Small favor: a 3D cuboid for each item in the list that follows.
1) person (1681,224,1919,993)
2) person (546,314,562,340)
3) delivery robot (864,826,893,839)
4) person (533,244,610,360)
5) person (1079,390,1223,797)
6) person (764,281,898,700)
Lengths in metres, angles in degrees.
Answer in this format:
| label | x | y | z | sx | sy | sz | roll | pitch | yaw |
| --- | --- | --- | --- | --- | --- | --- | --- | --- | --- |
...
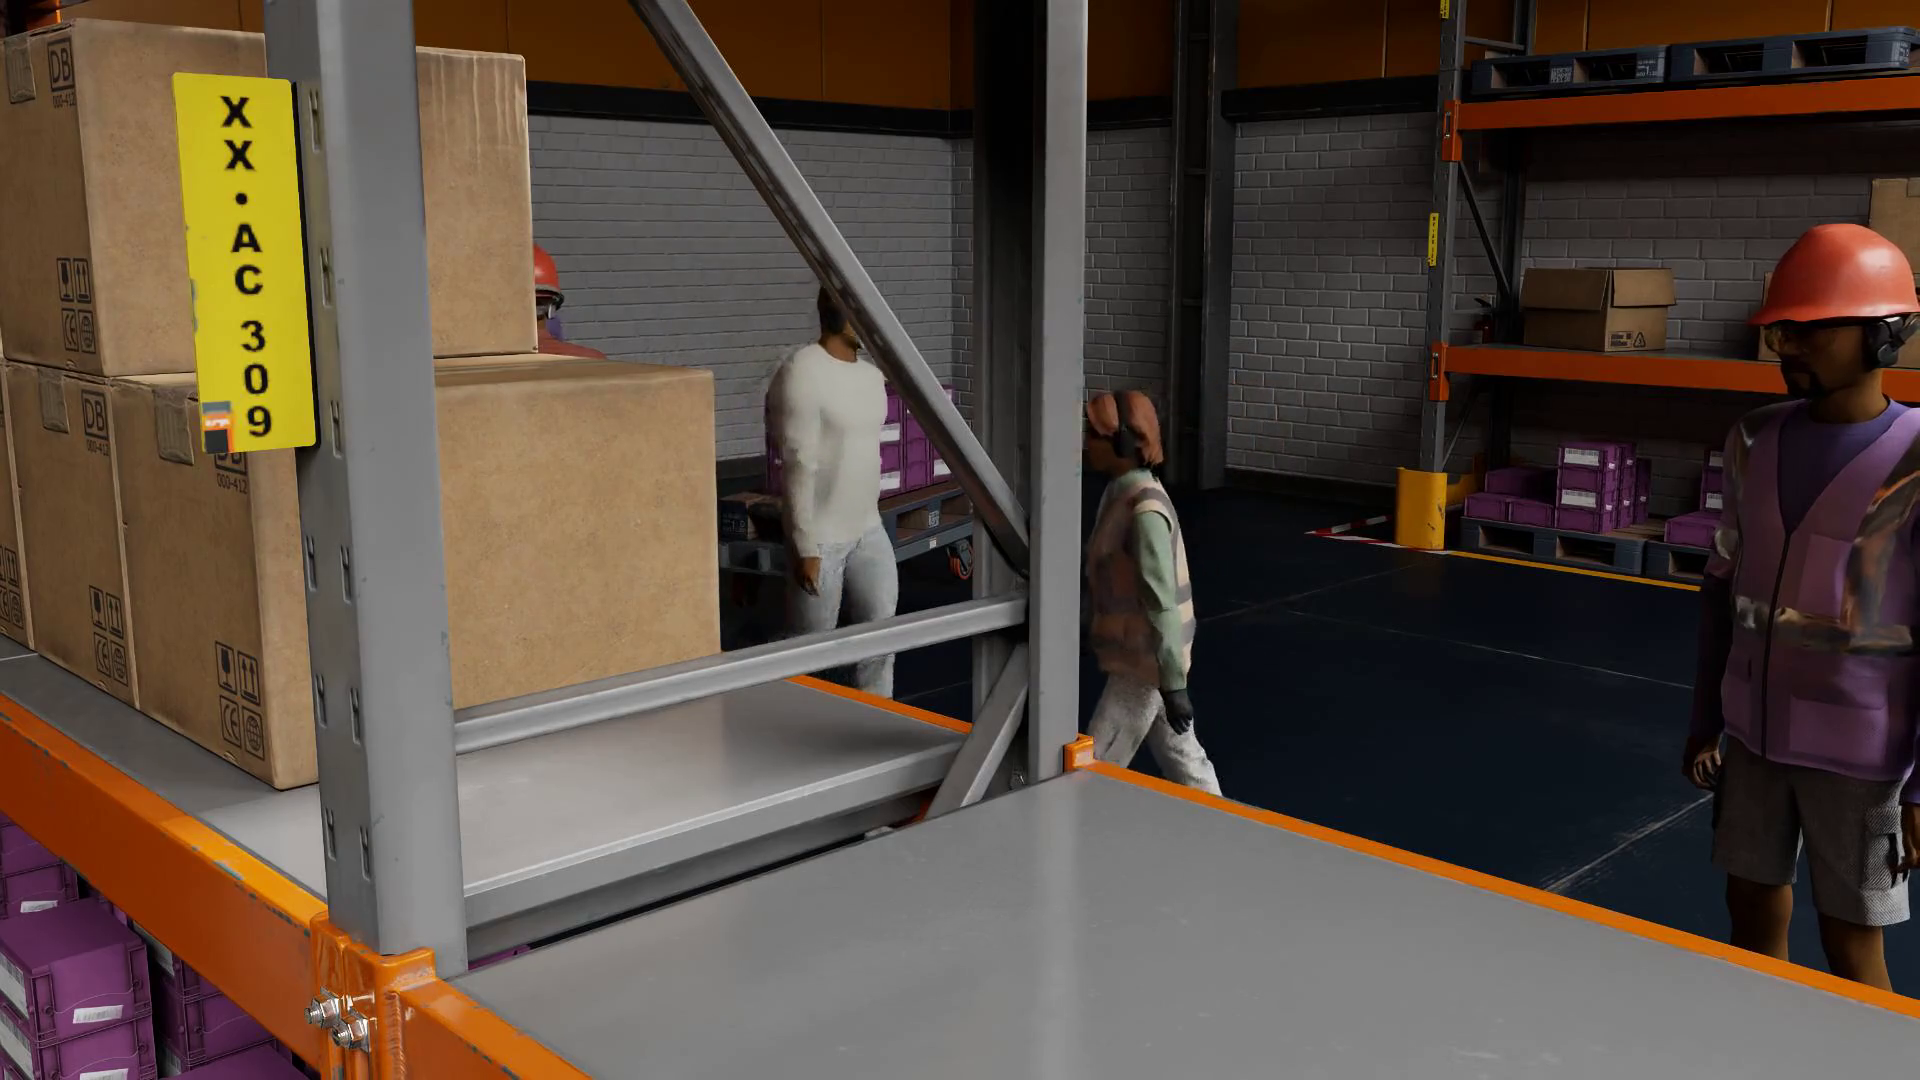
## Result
| label | x | y | z | sx | sy | sz | roll | pitch | yaw |
| --- | --- | --- | --- | --- | --- | --- | --- | --- | --- |
| person | 1.714 | 0.397 | 3.374 | 0.387 | 2.041 | 0.615 | -4 | 11 | -22 |
| person | -2.879 | -0.880 | 10.766 | 0.666 | 1.886 | 0.768 | -2 | 11 | -13 |
| delivery robot | 0.074 | 0.857 | 4.672 | 0.707 | 0.478 | 0.477 | 8 | 13 | 37 |
| person | -1.502 | -0.044 | 5.920 | 0.629 | 1.997 | 0.392 | -5 | 11 | -24 |
| person | 0.458 | 0.364 | 4.772 | 0.867 | 1.583 | 0.511 | 0 | 10 | 1 |
| person | -0.512 | -0.022 | 6.030 | 0.859 | 1.910 | 0.634 | 7 | 12 | 33 |
